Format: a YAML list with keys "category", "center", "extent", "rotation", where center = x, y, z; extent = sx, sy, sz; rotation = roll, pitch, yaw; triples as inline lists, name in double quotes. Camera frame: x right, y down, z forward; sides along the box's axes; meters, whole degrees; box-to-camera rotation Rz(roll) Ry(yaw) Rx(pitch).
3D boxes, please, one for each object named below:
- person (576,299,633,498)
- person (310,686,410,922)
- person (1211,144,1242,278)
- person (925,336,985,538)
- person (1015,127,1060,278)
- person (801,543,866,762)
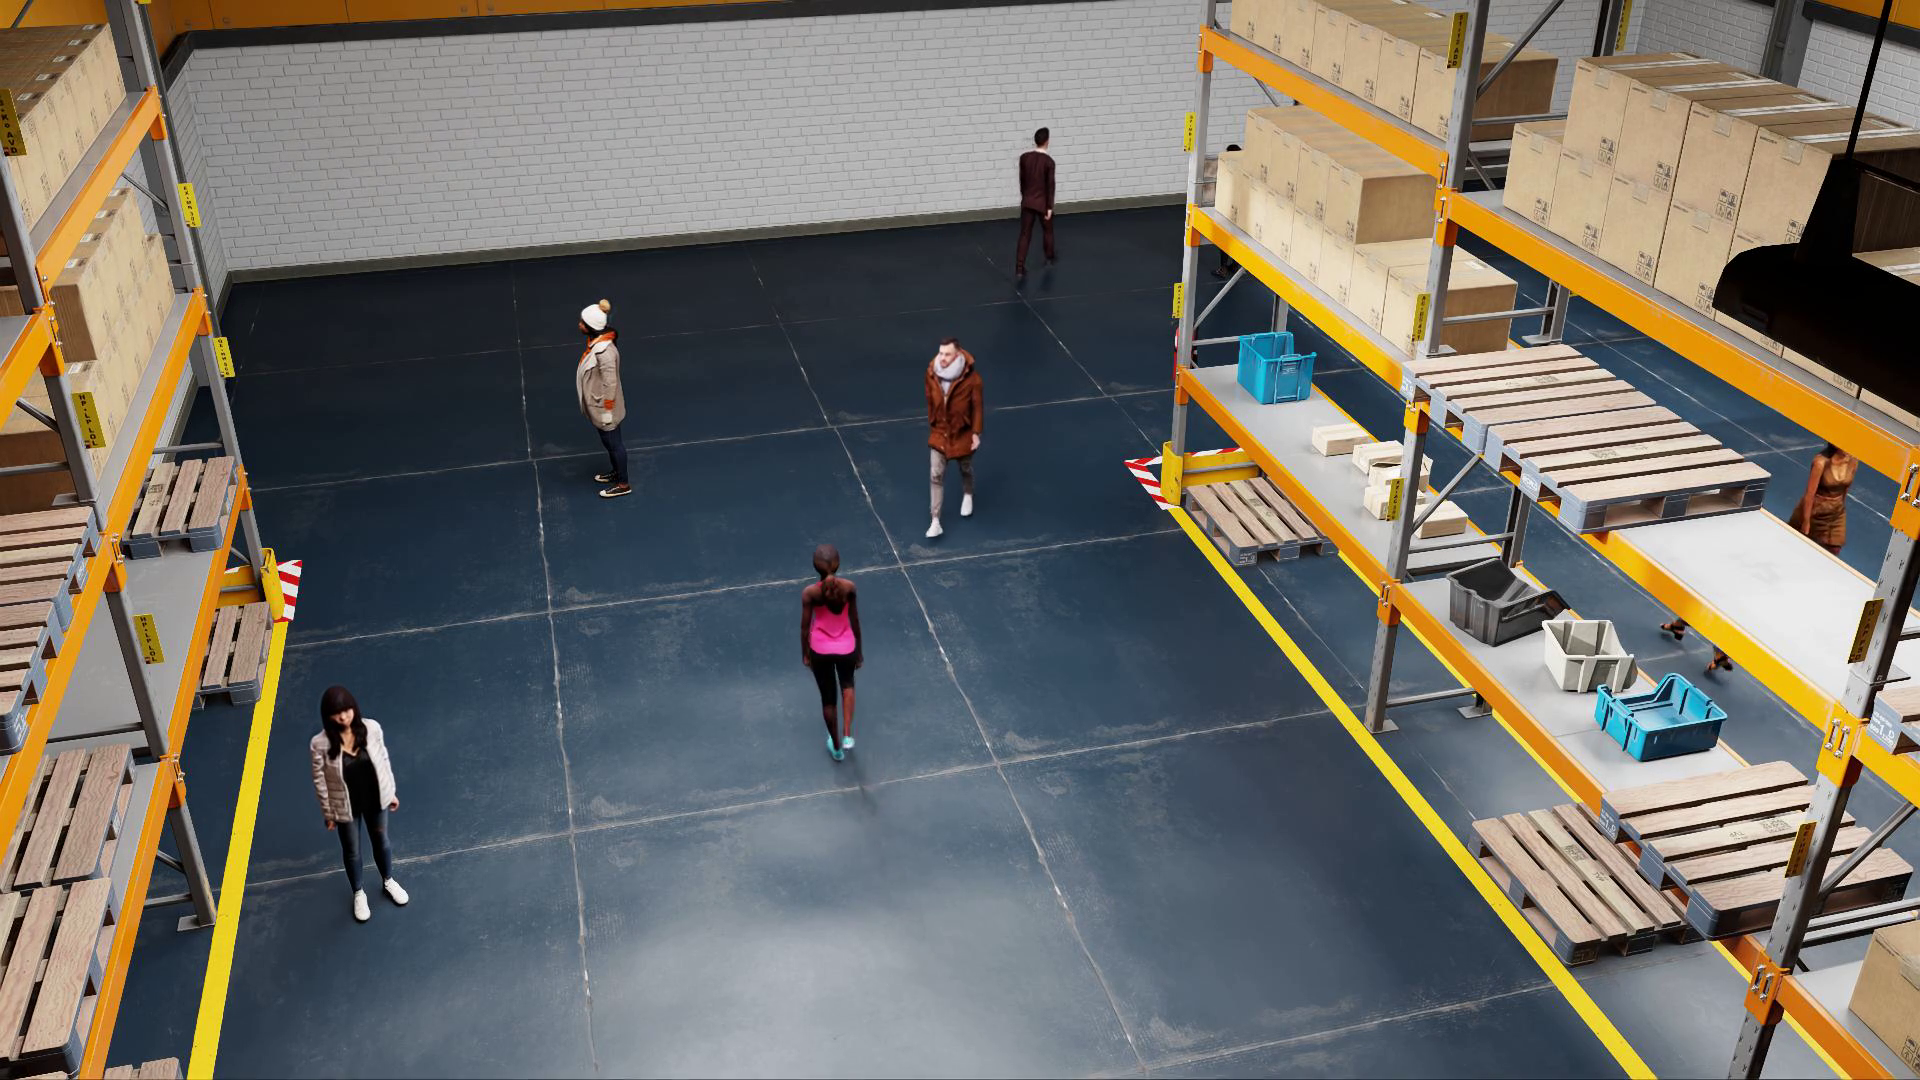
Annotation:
- category: "person"
  center: [-3.268, -1.329, 15.371]
  extent: [0.757, 1.891, 0.594]
  rotation: [-9, 30, -16]
- category: "person"
  center: [-3.717, 1.595, 10.277]
  extent: [0.687, 1.637, 0.668]
  rotation: [-20, 34, -31]
- category: "person"
  center: [3.370, -4.110, 20.730]
  extent: [0.648, 1.641, 0.617]
  rotation: [-18, 33, -30]
- category: "person"
  center: [-0.026, -0.965, 14.803]
  extent: [1.050, 1.796, 1.242]
  rotation: [7, 29, 13]
- category: "person"
  center: [0.904, -4.128, 20.574]
  extent: [1.147, 1.821, 1.277]
  rotation: [12, 31, 21]
- category: "person"
  center: [-0.868, 0.832, 11.593]
  extent: [0.578, 1.715, 0.581]
  rotation: [-7, 29, -12]
